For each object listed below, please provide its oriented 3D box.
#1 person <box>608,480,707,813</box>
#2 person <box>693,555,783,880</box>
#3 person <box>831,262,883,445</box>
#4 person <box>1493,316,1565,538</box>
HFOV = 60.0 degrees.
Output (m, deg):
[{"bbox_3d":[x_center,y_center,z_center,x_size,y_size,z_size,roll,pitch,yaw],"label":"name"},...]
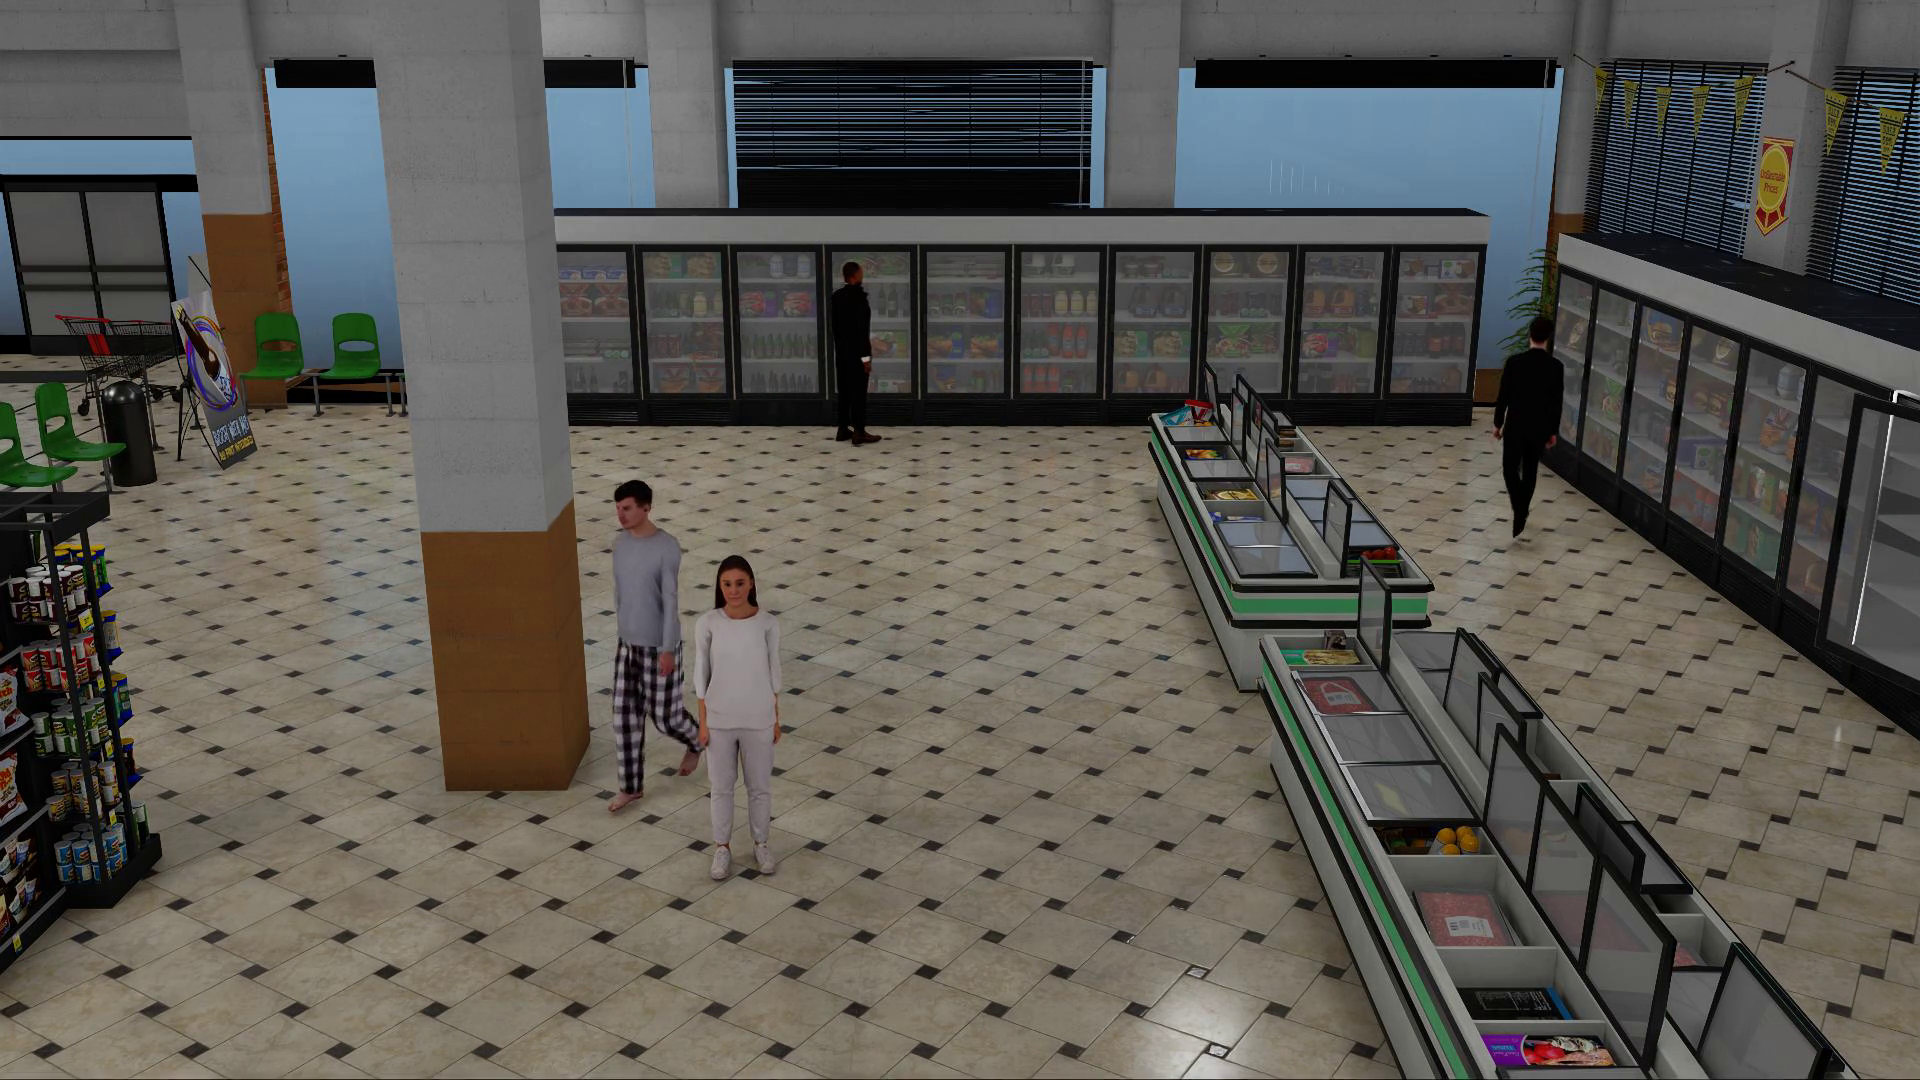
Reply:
[{"bbox_3d":[-1.690,0.560,9.311,0.905,1.823,1.099,7,18,23],"label":"person"},{"bbox_3d":[-1.125,0.890,8.457,0.642,1.688,0.605,-4,17,-12],"label":"person"},{"bbox_3d":[-1.139,-1.950,17.527,0.853,1.853,0.775,-14,22,-38],"label":"person"},{"bbox_3d":[4.831,-0.940,14.172,0.799,1.870,1.122,3,17,10],"label":"person"}]
